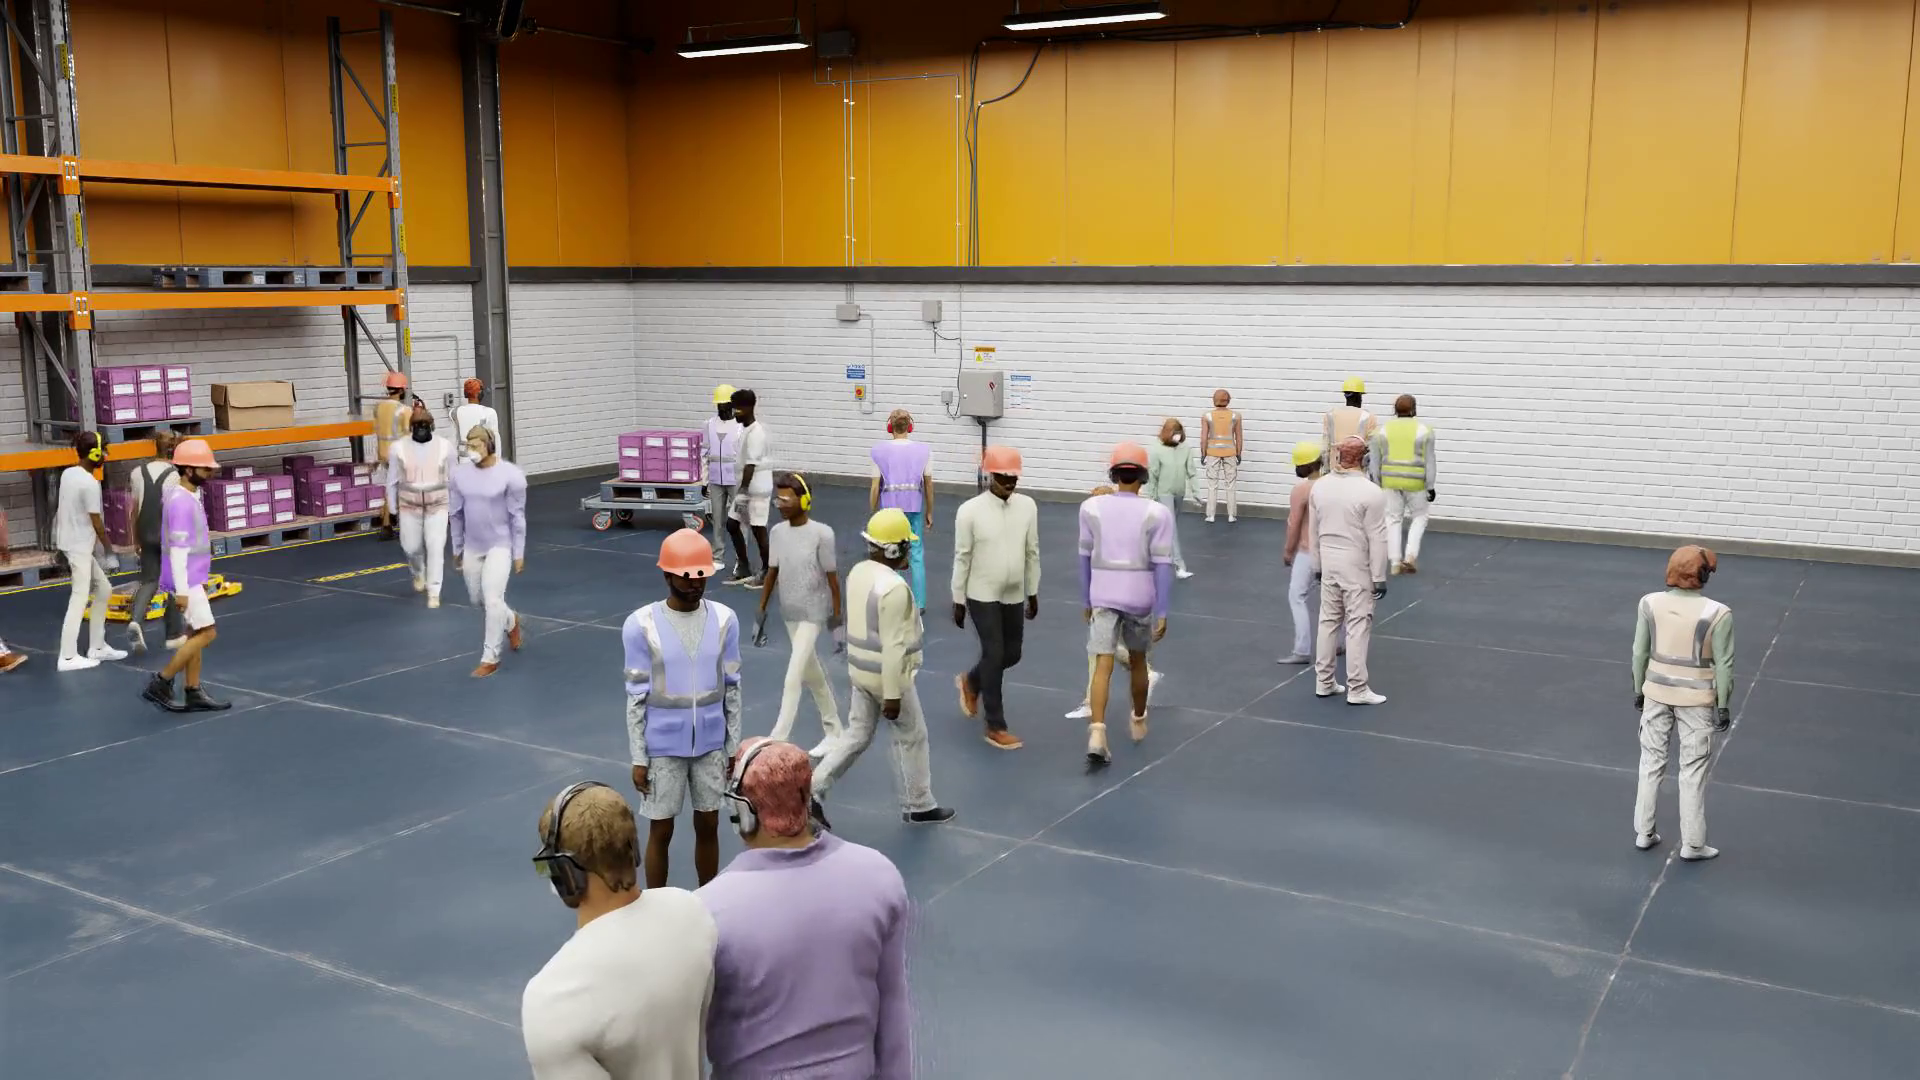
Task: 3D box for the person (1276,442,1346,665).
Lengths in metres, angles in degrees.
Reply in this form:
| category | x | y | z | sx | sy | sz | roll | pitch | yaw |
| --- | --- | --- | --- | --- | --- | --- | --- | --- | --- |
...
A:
| category | x | y | z | sx | sy | sz | roll | pitch | yaw |
| --- | --- | --- | --- | --- | --- | --- | --- | --- | --- |
| person | 2.808 | 0.090 | 13.043 | 0.783 | 1.729 | 0.350 | -7 | 12 | -38 |

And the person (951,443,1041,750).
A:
| category | x | y | z | sx | sy | sz | roll | pitch | yaw |
| --- | --- | --- | --- | --- | --- | --- | --- | --- | --- |
| person | 0.187 | 0.327 | 10.820 | 0.631 | 1.965 | 0.768 | -6 | 11 | -32 |

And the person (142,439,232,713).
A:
| category | x | y | z | sx | sy | sz | roll | pitch | yaw |
| --- | --- | --- | --- | --- | --- | --- | --- | --- | --- |
| person | -5.263 | 0.264 | 11.358 | 0.506 | 1.916 | 0.582 | -4 | 10 | -23 |

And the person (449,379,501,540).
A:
| category | x | y | z | sx | sy | sz | roll | pitch | yaw |
| --- | --- | --- | --- | --- | --- | --- | --- | --- | --- |
| person | -5.313 | -0.833 | 18.312 | 0.575 | 1.883 | 0.355 | 1 | 9 | 9 |

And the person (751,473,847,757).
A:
| category | x | y | z | sx | sy | sz | roll | pitch | yaw |
| --- | --- | --- | --- | --- | --- | --- | --- | --- | --- |
| person | -1.035 | 0.501 | 10.179 | 0.559 | 1.814 | 0.982 | 8 | 12 | 41 |

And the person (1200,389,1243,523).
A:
| category | x | y | z | sx | sy | sz | roll | pitch | yaw |
| --- | --- | --- | --- | --- | --- | --- | --- | --- | --- |
| person | 3.174 | -1.014 | 20.203 | 0.514 | 1.639 | 0.311 | 1 | 9 | 5 |

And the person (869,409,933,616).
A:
| category | x | y | z | sx | sy | sz | roll | pitch | yaw |
| --- | --- | --- | --- | --- | --- | --- | --- | --- | --- |
| person | -0.514 | -0.232 | 14.685 | 0.572 | 1.840 | 0.373 | -2 | 9 | -12 |

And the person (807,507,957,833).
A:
| category | x | y | z | sx | sy | sz | roll | pitch | yaw |
| --- | --- | --- | --- | --- | --- | --- | --- | --- | --- |
| person | -0.478 | 0.714 | 8.966 | 0.893 | 1.795 | 0.604 | -5 | 10 | -28 |

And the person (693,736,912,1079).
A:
| category | x | y | z | sx | sy | sz | roll | pitch | yaw |
| --- | --- | --- | --- | --- | --- | --- | --- | --- | --- |
| person | -0.501 | 1.416 | 4.293 | 0.673 | 1.881 | 0.737 | -6 | 11 | -35 |

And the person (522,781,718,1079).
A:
| category | x | y | z | sx | sy | sz | roll | pitch | yaw |
| --- | --- | --- | --- | --- | --- | --- | --- | --- | --- |
| person | -0.760 | 1.480 | 3.725 | 0.376 | 1.933 | 0.627 | 3 | 10 | 20 |

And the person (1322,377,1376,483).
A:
| category | x | y | z | sx | sy | sz | roll | pitch | yaw |
| --- | --- | --- | --- | --- | --- | --- | --- | --- | --- |
| person | 4.191 | -0.787 | 17.901 | 0.588 | 1.923 | 0.383 | 5 | 11 | 31 |

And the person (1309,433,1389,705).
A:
| category | x | y | z | sx | sy | sz | roll | pitch | yaw |
| --- | --- | --- | --- | --- | --- | --- | --- | --- | --- |
| person | 2.766 | 0.205 | 11.743 | 0.408 | 1.911 | 0.651 | -6 | 11 | -35 |

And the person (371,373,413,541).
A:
| category | x | y | z | sx | sy | sz | roll | pitch | yaw |
| --- | --- | --- | --- | --- | --- | --- | --- | --- | --- |
| person | -6.366 | -0.965 | 19.068 | 0.578 | 1.894 | 0.927 | 5 | 10 | 29 |

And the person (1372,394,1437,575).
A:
| category | x | y | z | sx | sy | sz | roll | pitch | yaw |
| --- | --- | --- | --- | --- | --- | --- | --- | --- | --- |
| person | 4.470 | -0.555 | 16.740 | 0.658 | 1.828 | 0.451 | 5 | 10 | 29 |

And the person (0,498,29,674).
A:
| category | x | y | z | sx | sy | sz | roll | pitch | yaw |
| --- | --- | --- | --- | --- | --- | --- | --- | --- | --- |
| person | -7.529 | 0.057 | 12.657 | 1.047 | 1.919 | 0.697 | 2 | 9 | 13 |

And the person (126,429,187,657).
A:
| category | x | y | z | sx | sy | sz | roll | pitch | yaw |
| --- | --- | --- | --- | --- | --- | --- | --- | --- | --- |
| person | -6.349 | 0.032 | 13.180 | 0.557 | 1.805 | 0.758 | 0 | 9 | 1 |

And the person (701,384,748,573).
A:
| category | x | y | z | sx | sy | sz | roll | pitch | yaw |
| --- | --- | --- | --- | --- | --- | --- | --- | --- | --- |
| person | -2.347 | -0.610 | 16.777 | 0.586 | 1.929 | 0.369 | 3 | 10 | 17 |

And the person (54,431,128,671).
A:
| category | x | y | z | sx | sy | sz | roll | pitch | yaw |
| --- | --- | --- | --- | --- | --- | --- | --- | --- | --- |
| person | -6.654 | 0.077 | 12.751 | 0.652 | 1.835 | 0.534 | -9 | 13 | -43 |

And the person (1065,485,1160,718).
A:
| category | x | y | z | sx | sy | sz | roll | pitch | yaw |
| --- | --- | --- | --- | --- | --- | --- | --- | --- | --- |
| person | 1.057 | 0.419 | 11.381 | 0.648 | 1.614 | 0.507 | -2 | 9 | -13 |

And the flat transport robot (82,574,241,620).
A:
| category | x | y | z | sx | sy | sz | roll | pitch | yaw |
| --- | --- | --- | --- | --- | --- | --- | --- | --- | --- |
| flat transport robot | -7.237 | 0.491 | 15.065 | 0.652 | 0.197 | 1.431 | 2 | 9 | 10 |

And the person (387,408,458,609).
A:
| category | x | y | z | sx | sy | sz | roll | pitch | yaw |
| --- | --- | --- | --- | --- | --- | --- | --- | --- | --- |
| person | -4.912 | -0.310 | 15.258 | 0.632 | 1.819 | 0.720 | -3 | 9 | -16 |

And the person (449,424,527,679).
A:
| category | x | y | z | sx | sy | sz | roll | pitch | yaw |
| --- | --- | --- | --- | --- | --- | --- | --- | --- | --- |
| person | -3.553 | 0.053 | 12.726 | 0.635 | 1.913 | 0.833 | 3 | 9 | 16 |

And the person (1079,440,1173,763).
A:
| category | x | y | z | sx | sy | sz | roll | pitch | yaw |
| --- | --- | --- | --- | --- | --- | --- | --- | --- | --- |
| person | 1.014 | 0.384 | 10.421 | 0.601 | 1.995 | 1.028 | 2 | 9 | 13 |

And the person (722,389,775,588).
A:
| category | x | y | z | sx | sy | sz | roll | pitch | yaw |
| --- | --- | --- | --- | --- | --- | --- | --- | --- | --- |
| person | -2.076 | -0.477 | 15.943 | 0.645 | 1.933 | 0.603 | -3 | 10 | -20 |

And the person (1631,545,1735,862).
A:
| category | x | y | z | sx | sy | sz | roll | pitch | yaw |
| --- | --- | --- | --- | --- | --- | --- | --- | --- | --- |
| person | 3.740 | 0.840 | 8.633 | 0.311 | 1.636 | 0.523 | -8 | 12 | -40 |

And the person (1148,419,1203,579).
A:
| category | x | y | z | sx | sy | sz | roll | pitch | yaw |
| --- | --- | --- | --- | --- | --- | --- | --- | --- | --- |
| person | 2.134 | -0.433 | 16.724 | 0.512 | 1.587 | 0.851 | -5 | 10 | -29 |

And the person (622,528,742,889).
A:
| category | x | y | z | sx | sy | sz | roll | pitch | yaw |
| --- | --- | --- | --- | --- | --- | --- | --- | --- | --- |
| person | -1.207 | 0.900 | 7.372 | 0.540 | 1.930 | 0.384 | -5 | 10 | -28 |
